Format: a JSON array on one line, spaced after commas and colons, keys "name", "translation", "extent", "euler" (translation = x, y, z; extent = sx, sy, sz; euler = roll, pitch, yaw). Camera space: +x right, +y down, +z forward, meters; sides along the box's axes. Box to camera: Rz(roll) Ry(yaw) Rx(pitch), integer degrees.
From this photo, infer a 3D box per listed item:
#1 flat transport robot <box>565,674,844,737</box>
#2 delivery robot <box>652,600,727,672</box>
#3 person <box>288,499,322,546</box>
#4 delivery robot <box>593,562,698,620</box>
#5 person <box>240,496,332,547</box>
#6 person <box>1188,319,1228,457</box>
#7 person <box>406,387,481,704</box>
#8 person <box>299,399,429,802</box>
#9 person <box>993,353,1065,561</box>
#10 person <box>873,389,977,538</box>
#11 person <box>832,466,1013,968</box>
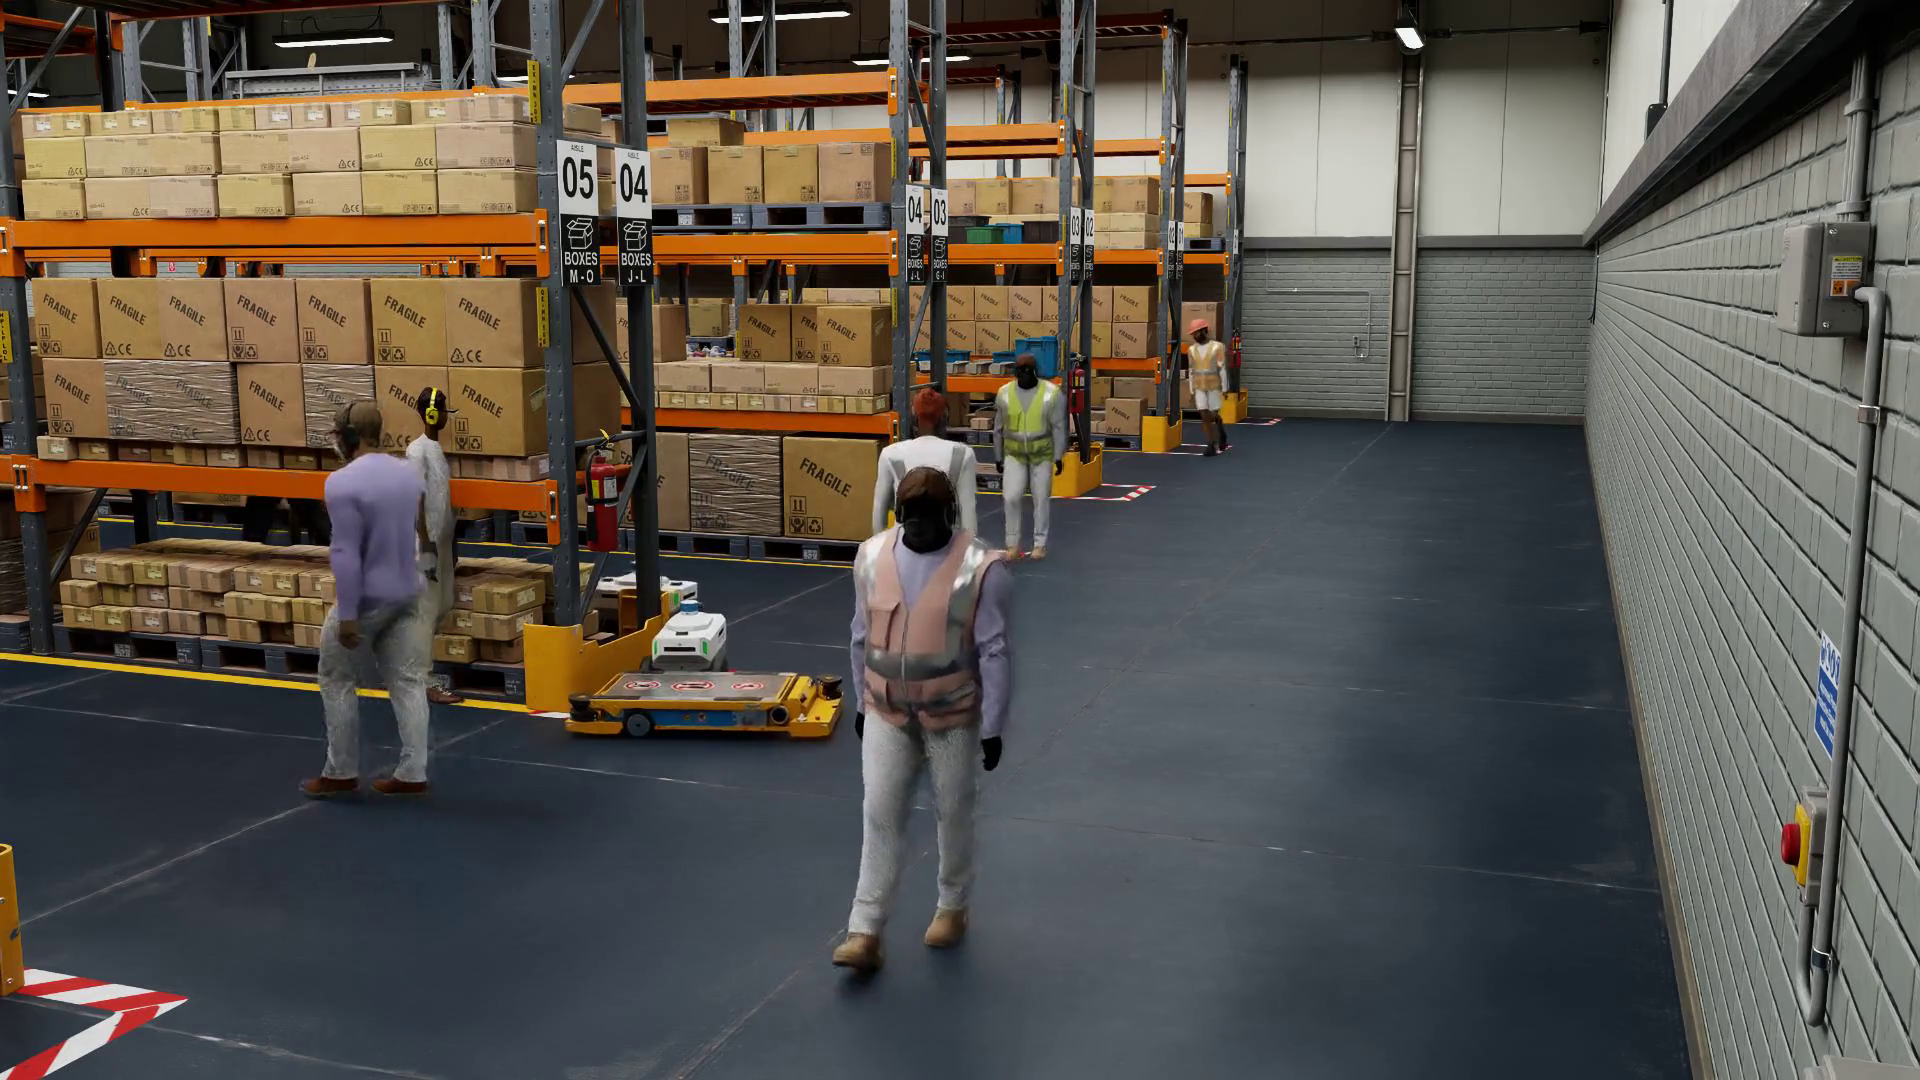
[{"name": "flat transport robot", "translation": [-1.393, 0.899, 9.216], "extent": [1.431, 0.197, 0.652], "euler": [0, 9, 3]}, {"name": "delivery robot", "translation": [-1.604, 0.602, 9.894], "extent": [0.477, 0.478, 0.707], "euler": [0, 9, 1]}, {"name": "person", "translation": [-5.534, -0.719, 14.130], "extent": [0.354, 1.939, 0.544], "euler": [2, 9, 14]}, {"name": "delivery robot", "translation": [-2.148, 0.386, 11.242], "extent": [0.707, 0.478, 0.477], "euler": [3, 10, 17]}, {"name": "person", "translation": [-5.422, -0.630, 13.252], "extent": [1.066, 2.000, 0.677], "euler": [1, 9, 4]}, {"name": "person", "translation": [3.420, -2.100, 22.900], "extent": [0.600, 1.884, 0.556], "euler": [6, 11, 31]}, {"name": "person", "translation": [-3.045, 0.028, 9.720], "extent": [0.332, 1.860, 0.511], "euler": [0, 9, 2]}, {"name": "person", "translation": [-2.858, 0.292, 7.891], "extent": [0.780, 1.909, 0.666], "euler": [3, 10, 18]}, {"name": "person", "translation": [0.592, -0.708, 14.447], "extent": [0.658, 1.817, 0.680], "euler": [2, 9, 11]}, {"name": "person", "translation": [-0.209, 0.046, 9.663], "extent": [0.606, 1.825, 0.995], "euler": [0, 9, 0]}, {"name": "person", "translation": [-0.149, 0.647, 5.982], "extent": [0.656, 1.811, 0.777], "euler": [3, 10, 19]}]
